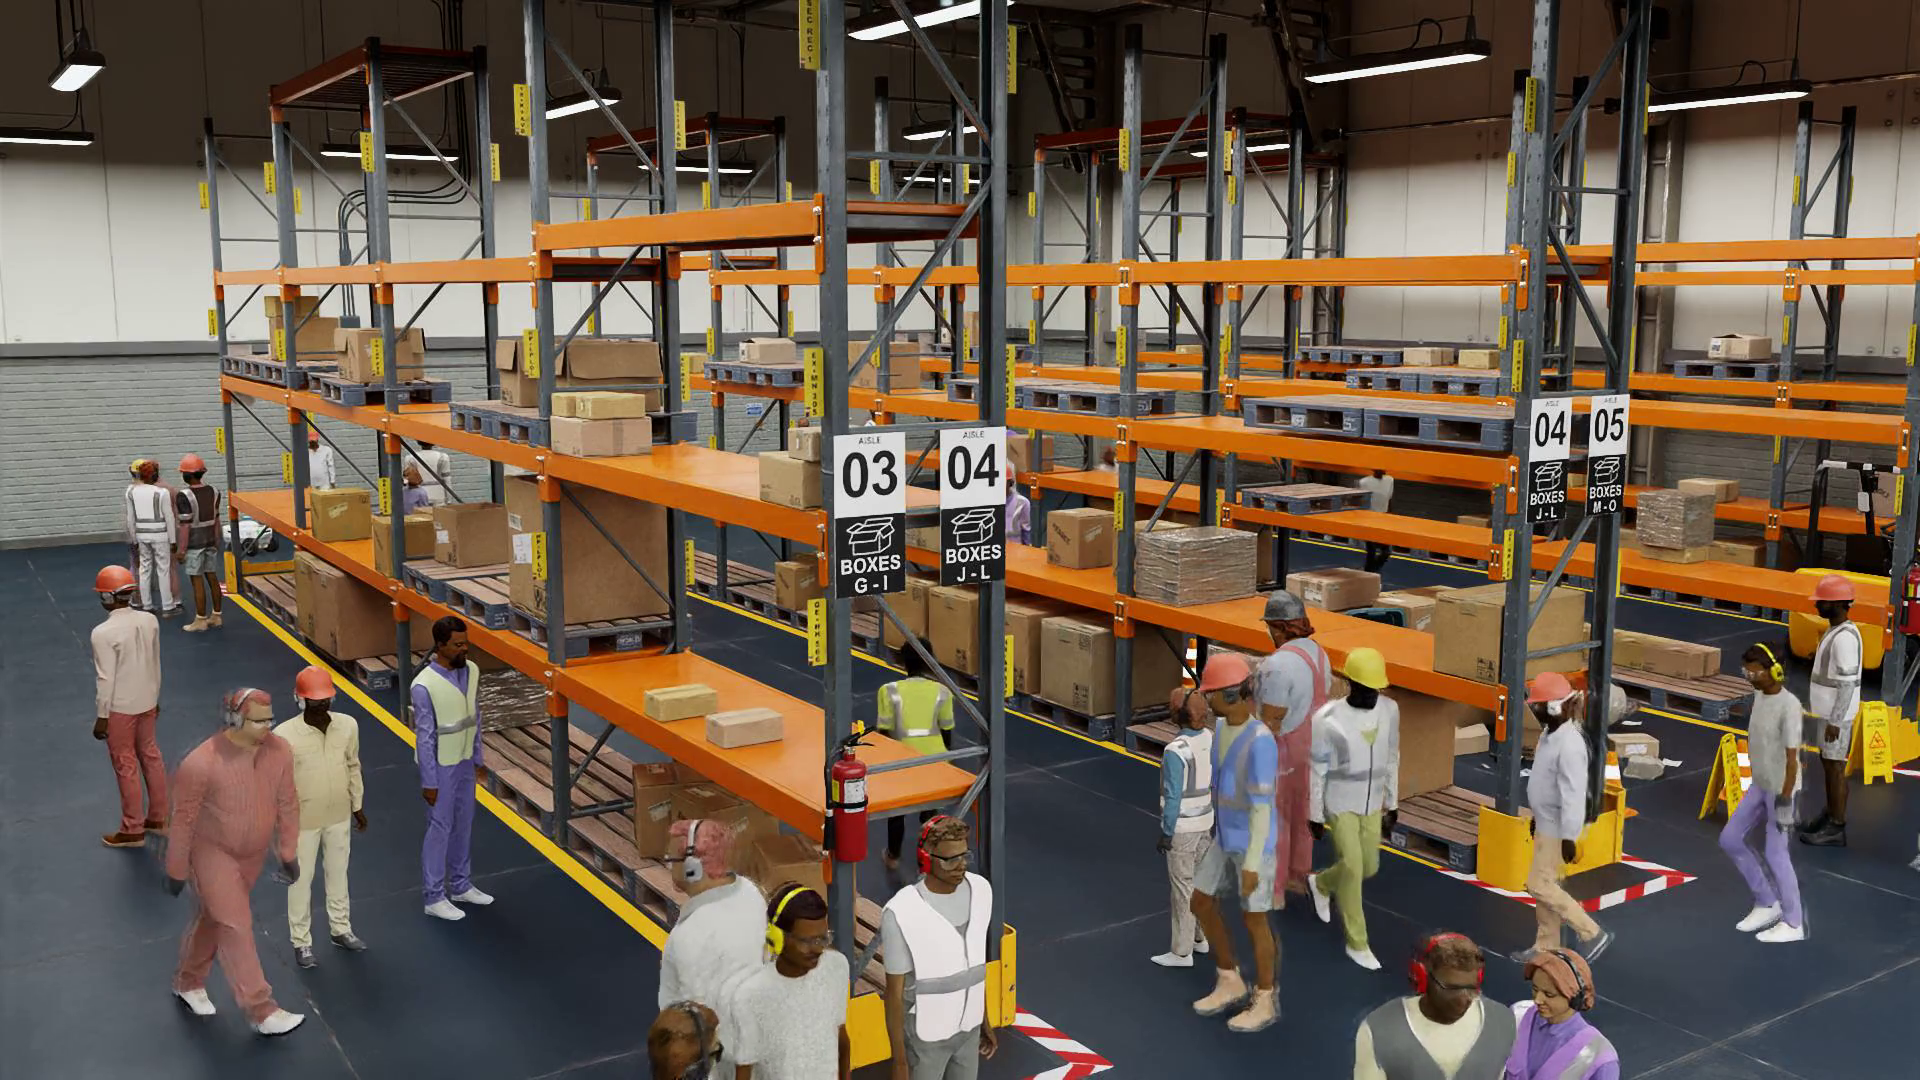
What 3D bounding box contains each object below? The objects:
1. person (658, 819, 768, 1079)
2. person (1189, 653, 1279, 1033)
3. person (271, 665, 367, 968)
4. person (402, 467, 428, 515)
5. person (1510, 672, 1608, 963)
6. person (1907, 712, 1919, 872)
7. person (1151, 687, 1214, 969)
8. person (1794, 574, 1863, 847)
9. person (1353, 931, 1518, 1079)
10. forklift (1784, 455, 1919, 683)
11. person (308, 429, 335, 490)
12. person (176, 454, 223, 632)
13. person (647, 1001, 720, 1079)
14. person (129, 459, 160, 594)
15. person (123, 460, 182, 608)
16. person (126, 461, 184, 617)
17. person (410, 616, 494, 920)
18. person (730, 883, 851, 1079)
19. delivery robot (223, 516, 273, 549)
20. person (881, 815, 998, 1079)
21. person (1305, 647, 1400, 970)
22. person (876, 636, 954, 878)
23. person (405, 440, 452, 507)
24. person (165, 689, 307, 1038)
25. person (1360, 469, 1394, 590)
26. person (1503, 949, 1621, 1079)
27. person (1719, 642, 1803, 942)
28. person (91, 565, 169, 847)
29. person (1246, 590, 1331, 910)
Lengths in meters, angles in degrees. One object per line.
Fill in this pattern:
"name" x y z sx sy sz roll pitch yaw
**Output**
"person" -1.084 2.001 6.559 0.720 1.882 0.664 3 9 19
"person" 1.456 1.609 8.784 0.556 2.010 0.685 -3 9 -21
"person" -3.735 1.590 9.723 0.326 1.752 0.560 7 11 40
"person" -7.112 -0.142 21.649 0.500 1.636 0.285 5 10 32
"person" 3.449 1.620 9.601 0.427 1.722 0.578 1 9 7
"person" 6.715 1.395 11.157 0.574 1.703 0.804 7 11 41
"person" 1.316 1.657 9.646 0.308 1.644 0.518 6 10 34
"person" 6.134 1.196 11.748 0.374 1.933 0.552 3 9 22
"person" 1.610 2.180 5.751 0.591 1.786 0.816 -1 9 -4
"forklift" 9.643 0.253 17.172 2.313 2.155 1.214 -6 10 -33
"person" -10.287 -0.931 26.575 0.574 1.738 0.352 -4 9 -23
"person" -8.741 0.039 19.078 0.364 2.048 0.608 3 9 17
"person" -0.857 2.258 5.011 0.541 1.832 0.426 3 9 21
"person" -10.524 -0.168 21.425 0.342 1.756 0.518 -1 9 -6
"person" -9.911 -0.054 20.368 1.003 1.857 0.663 6 11 36
"person" -9.653 -0.005 19.919 0.573 1.883 0.356 1 9 6
"person" -3.207 1.410 10.428 0.391 1.911 0.584 3 9 16
"person" -0.559 2.114 5.910 0.574 1.848 0.419 -6 11 -36
"delivery robot" -10.588 -0.111 24.716 0.707 0.478 0.477 3 9 21
"person" -0.087 1.995 6.723 0.376 1.844 0.571 8 12 43
"person" 2.269 1.516 9.797 0.610 1.894 0.712 -4 9 -24
"person" -0.314 1.453 10.940 0.551 1.649 0.822 -2 9 -14
"person" -7.382 -0.567 23.132 0.608 2.044 0.377 -3 9 -17
"person" -3.833 1.689 8.837 1.089 1.831 0.647 4 9 23
"person" 5.334 -0.203 21.353 0.532 1.850 0.415 -2 9 -14
"person" 2.104 2.226 5.897 0.314 1.634 0.515 -4 9 -23
"person" 4.882 1.511 10.012 0.515 1.829 0.597 0 9 -1
"person" -5.894 1.165 11.755 0.392 1.992 0.623 2 9 11
"person" 2.059 1.308 10.651 0.536 2.000 0.687 7 11 37
